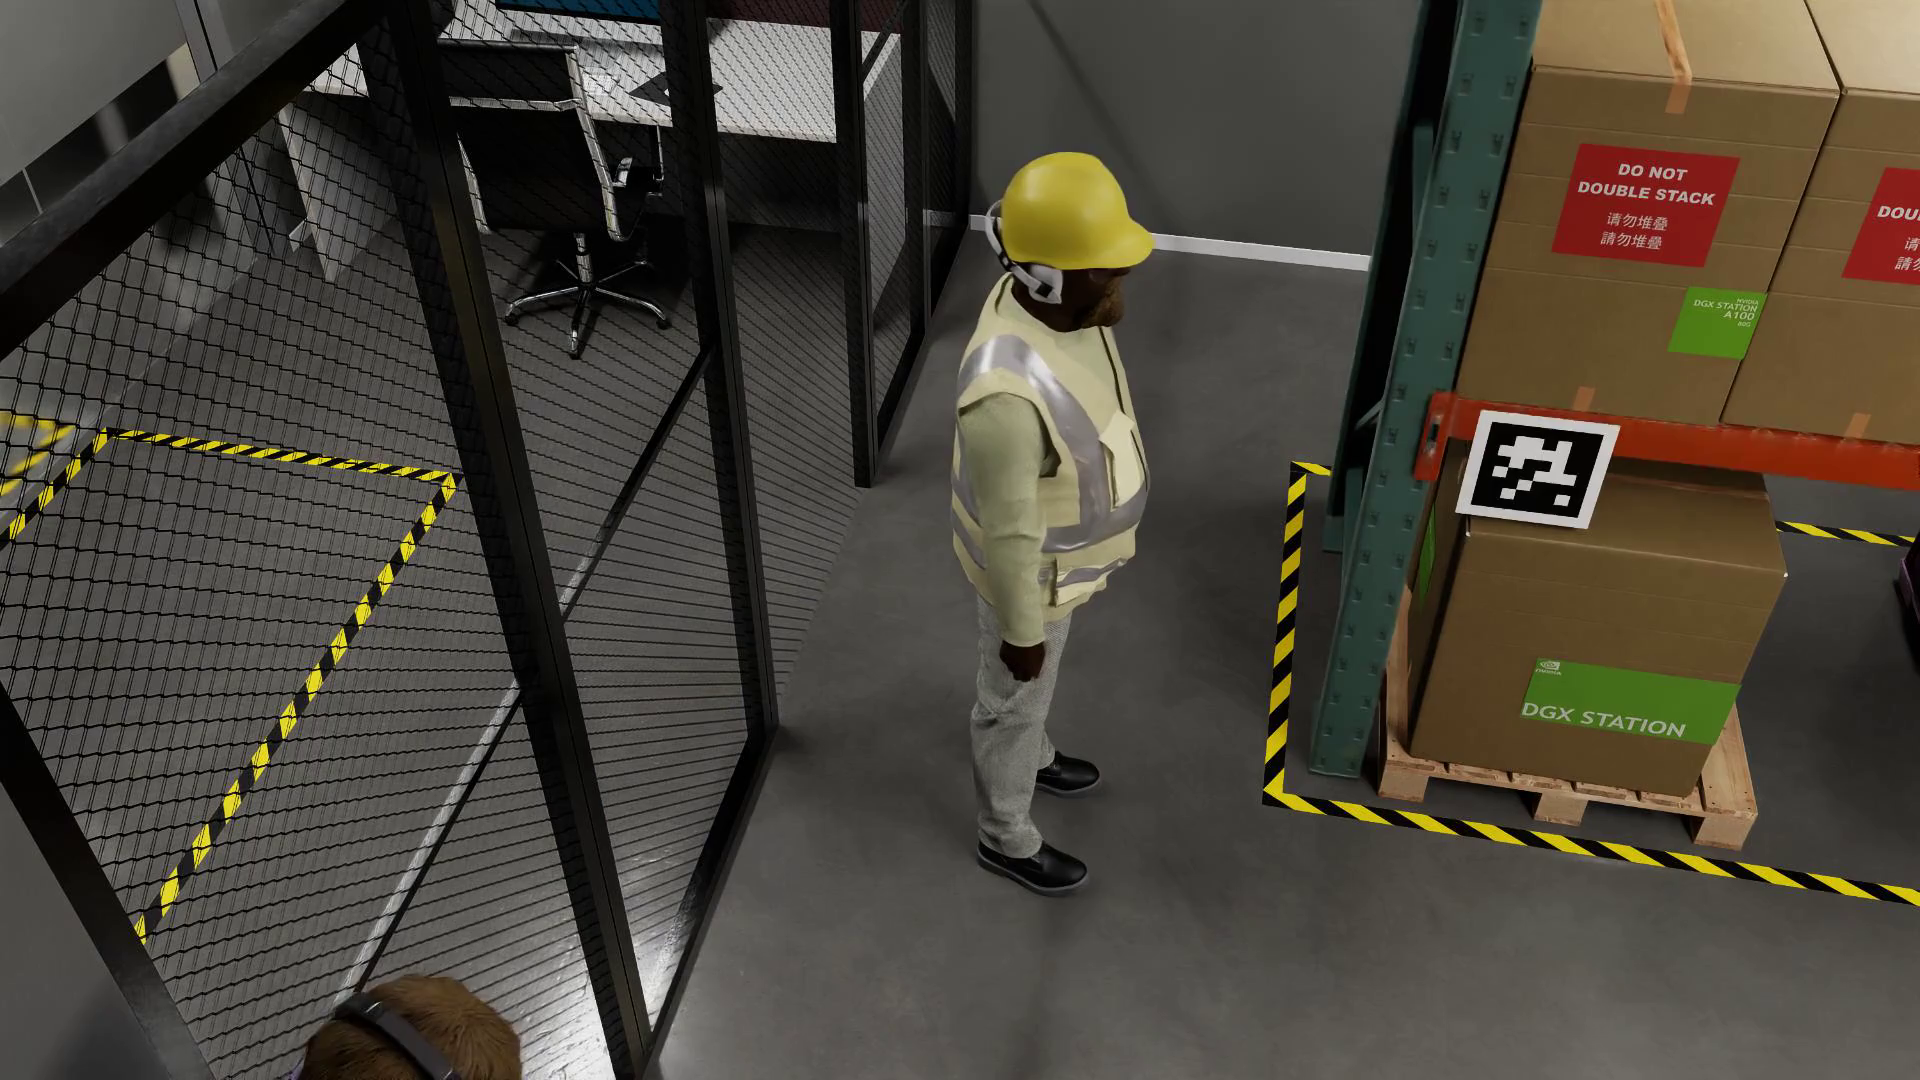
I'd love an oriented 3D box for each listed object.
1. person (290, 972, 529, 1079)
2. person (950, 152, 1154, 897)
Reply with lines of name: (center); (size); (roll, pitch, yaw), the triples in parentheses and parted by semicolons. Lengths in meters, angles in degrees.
person: (-0.510, 1.158, 2.164); (0.629, 1.940, 0.376); (20, 45, 22)
person: (0.190, 0.010, 3.564); (0.403, 1.835, 0.586); (8, 42, 9)
